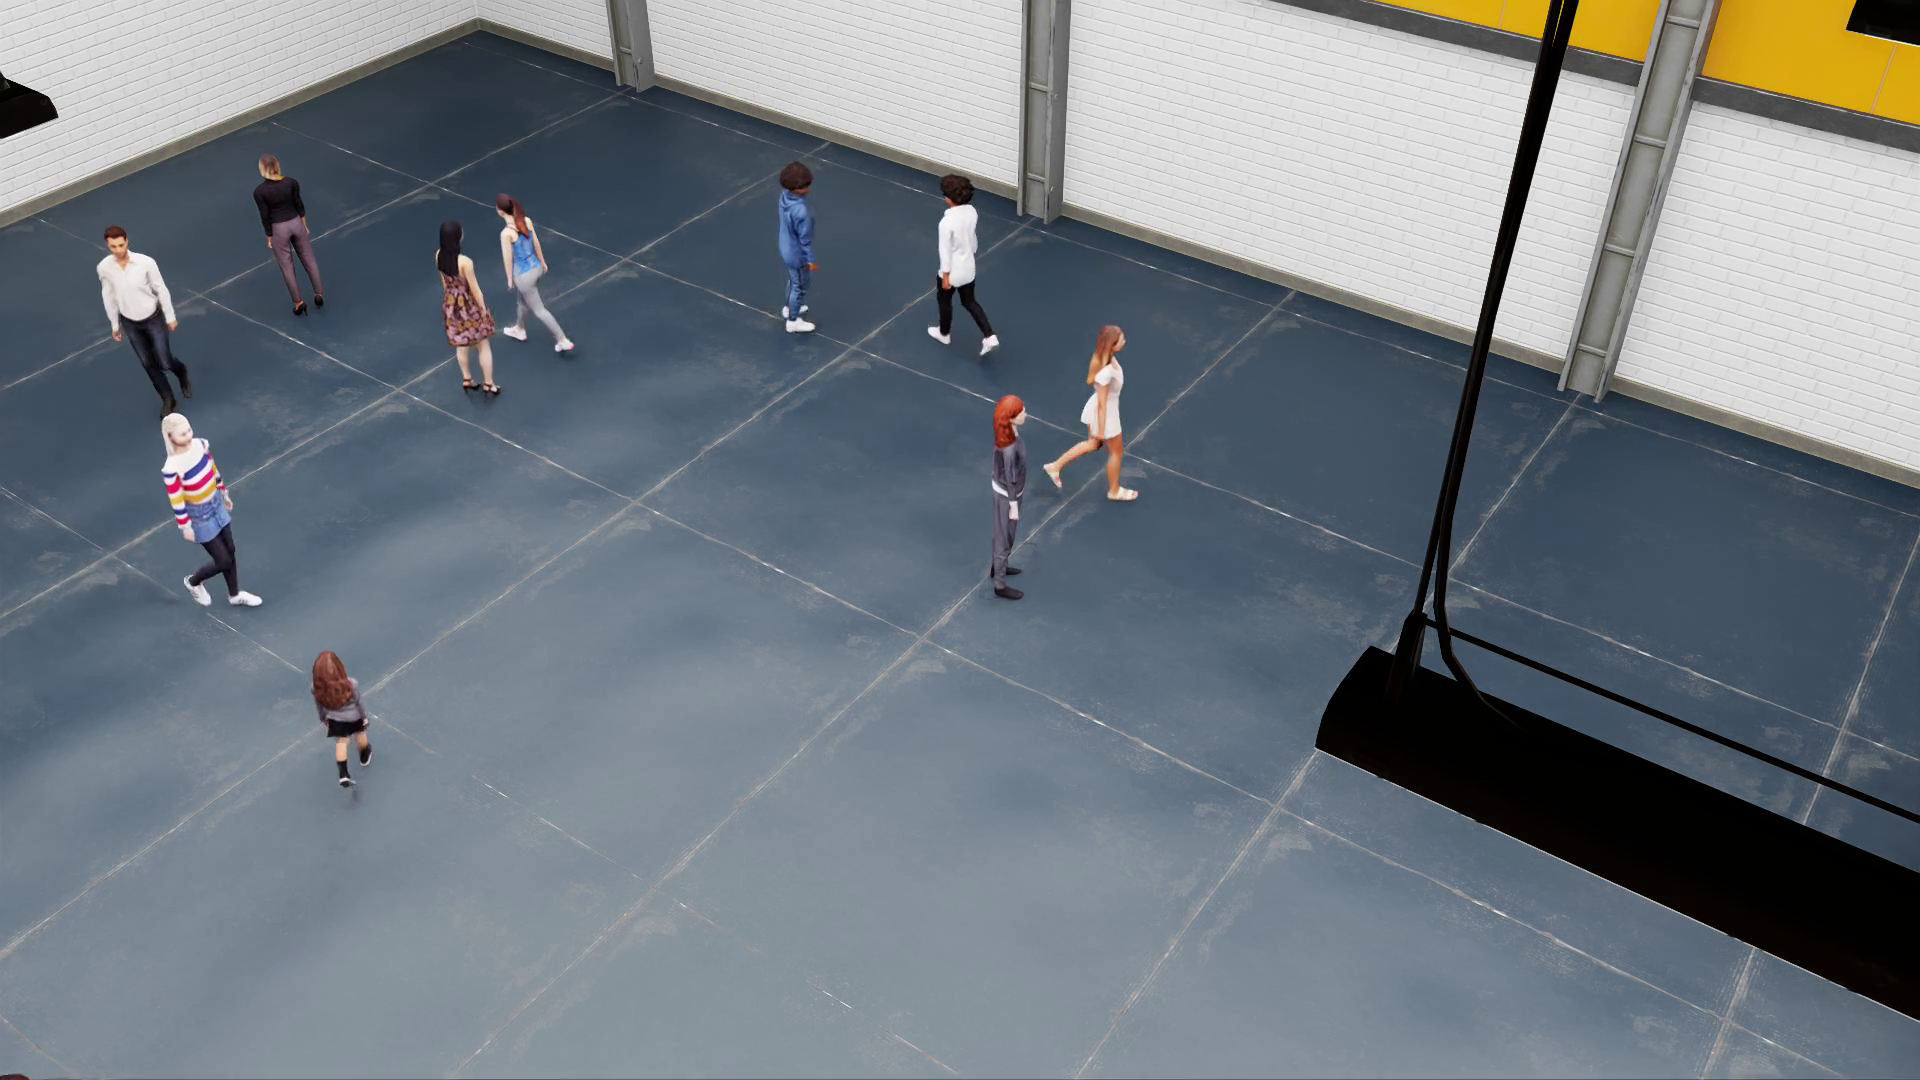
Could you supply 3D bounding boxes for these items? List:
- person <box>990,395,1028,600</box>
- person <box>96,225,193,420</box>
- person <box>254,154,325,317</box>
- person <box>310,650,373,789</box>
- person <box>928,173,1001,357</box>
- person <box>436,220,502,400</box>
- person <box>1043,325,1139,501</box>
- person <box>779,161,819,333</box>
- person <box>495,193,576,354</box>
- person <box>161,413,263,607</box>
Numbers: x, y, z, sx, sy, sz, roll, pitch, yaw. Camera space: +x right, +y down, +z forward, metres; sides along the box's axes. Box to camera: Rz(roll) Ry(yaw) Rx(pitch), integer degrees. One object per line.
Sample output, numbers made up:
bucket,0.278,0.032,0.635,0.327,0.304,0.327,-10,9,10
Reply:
person,0.362,-0.349,12.672,0.683,1.780,0.652,-2,39,-2
person,-7.166,-1.969,14.640,0.834,1.854,0.900,-3,39,-4
person,-6.458,-2.935,15.997,0.630,1.672,0.578,-32,48,-33
person,-4.189,1.209,11.270,0.731,1.095,0.777,-4,39,-5
person,0.047,-2.505,15.366,1.131,1.786,0.755,31,48,33
person,-4.379,-2.015,14.765,0.630,1.770,0.762,17,42,20
person,1.089,-1.021,13.601,1.112,1.670,0.942,1,39,1
person,-1.563,-2.756,15.679,0.909,1.789,0.781,-22,43,-25
person,-3.967,-2.430,15.450,1.133,1.565,0.754,15,41,18
person,-5.742,-0.211,12.484,0.901,1.799,0.818,7,39,8
